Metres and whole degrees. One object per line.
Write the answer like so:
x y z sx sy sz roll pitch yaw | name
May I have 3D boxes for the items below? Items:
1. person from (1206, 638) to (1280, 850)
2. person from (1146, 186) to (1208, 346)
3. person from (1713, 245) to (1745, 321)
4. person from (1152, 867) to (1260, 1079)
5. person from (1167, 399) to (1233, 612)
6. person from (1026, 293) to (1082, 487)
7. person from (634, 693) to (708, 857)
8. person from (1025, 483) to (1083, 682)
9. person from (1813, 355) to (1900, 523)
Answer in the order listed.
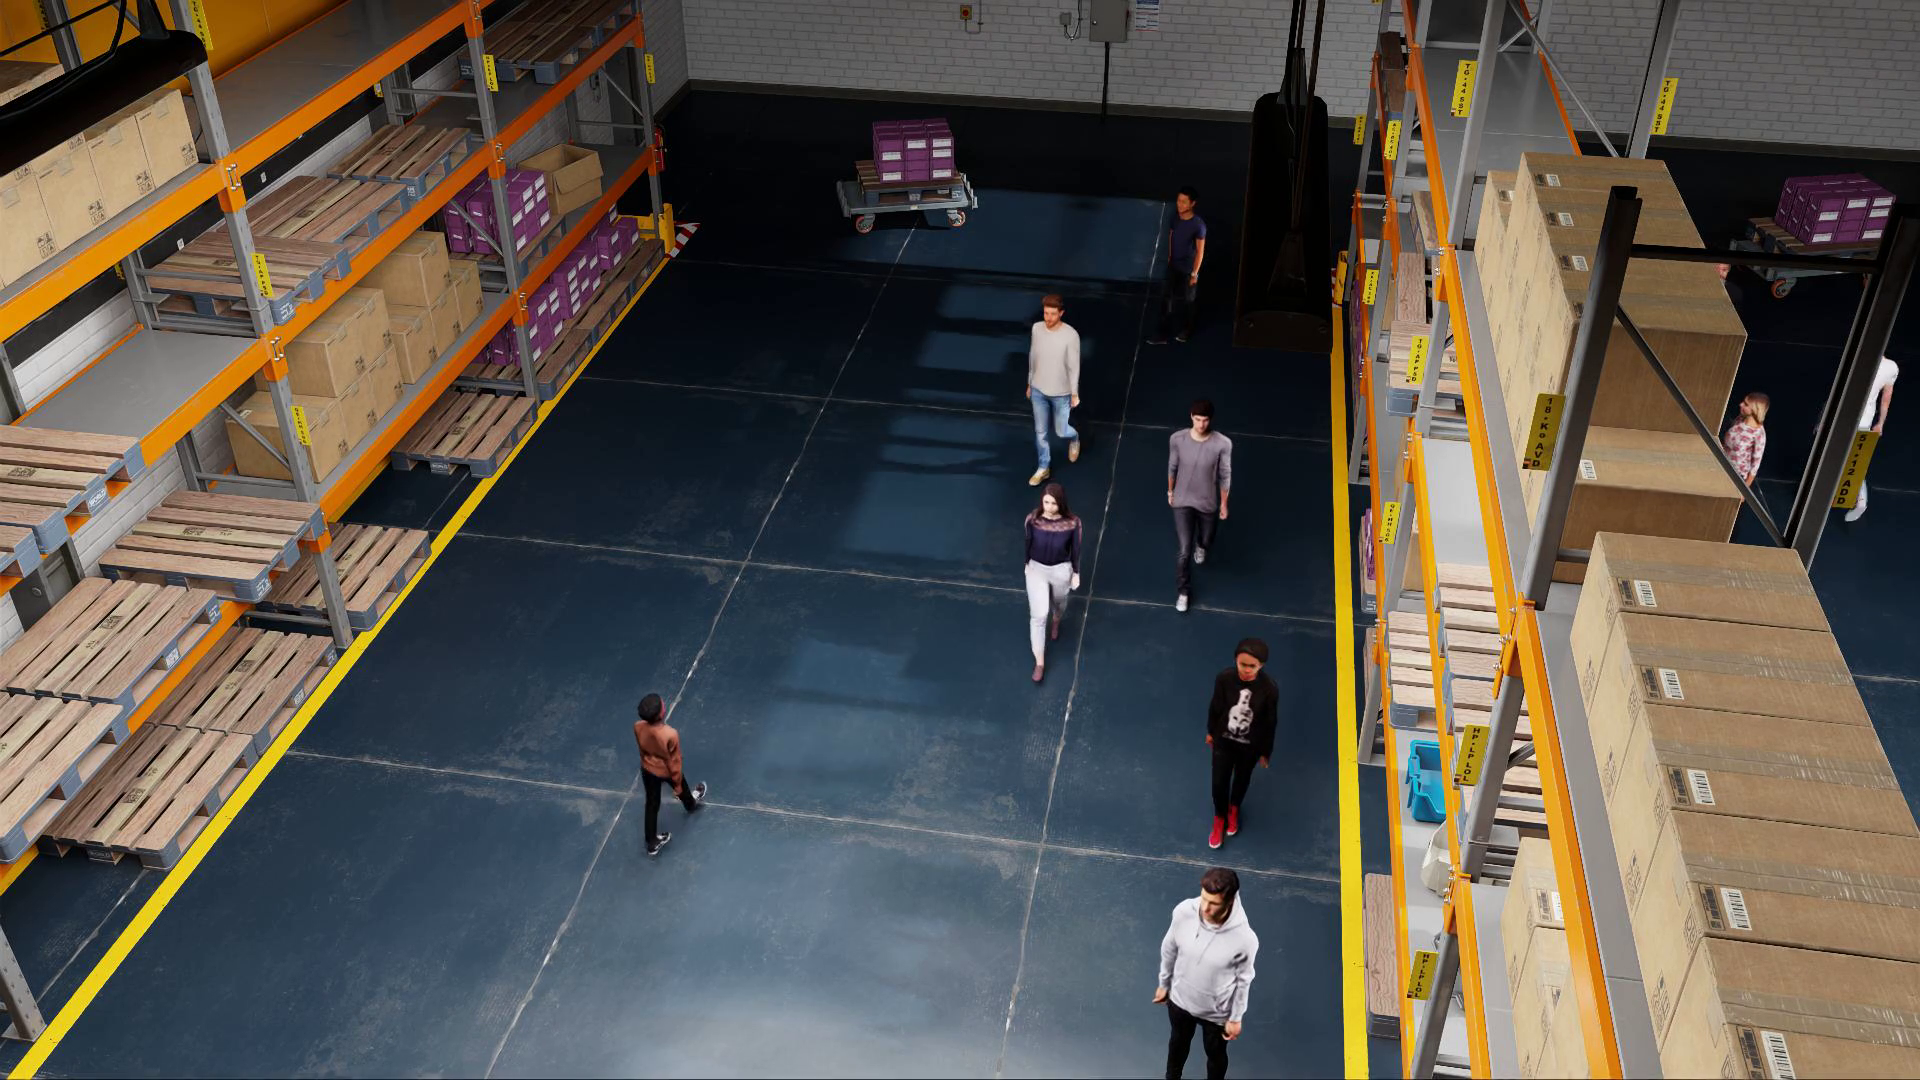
1.908 1.295 11.293 0.639 1.660 0.686 8 34 12 | person
2.424 -2.899 17.518 1.000 1.754 0.919 -29 43 -36 | person
7.095 -1.957 15.939 0.743 1.931 0.702 6 34 8 | person
1.356 2.512 9.217 0.761 1.930 0.728 19 38 26 | person
1.957 -0.368 13.651 0.678 1.819 1.090 6 34 8 | person
0.874 -1.412 15.163 0.834 1.884 1.006 16 37 23 | person
-2.056 1.595 11.238 0.660 1.221 0.934 13 36 19 | person
0.722 0.241 12.959 0.598 1.570 1.045 6 34 8 | person
7.842 -0.977 14.556 0.790 1.831 1.010 -1 34 -1 | person
